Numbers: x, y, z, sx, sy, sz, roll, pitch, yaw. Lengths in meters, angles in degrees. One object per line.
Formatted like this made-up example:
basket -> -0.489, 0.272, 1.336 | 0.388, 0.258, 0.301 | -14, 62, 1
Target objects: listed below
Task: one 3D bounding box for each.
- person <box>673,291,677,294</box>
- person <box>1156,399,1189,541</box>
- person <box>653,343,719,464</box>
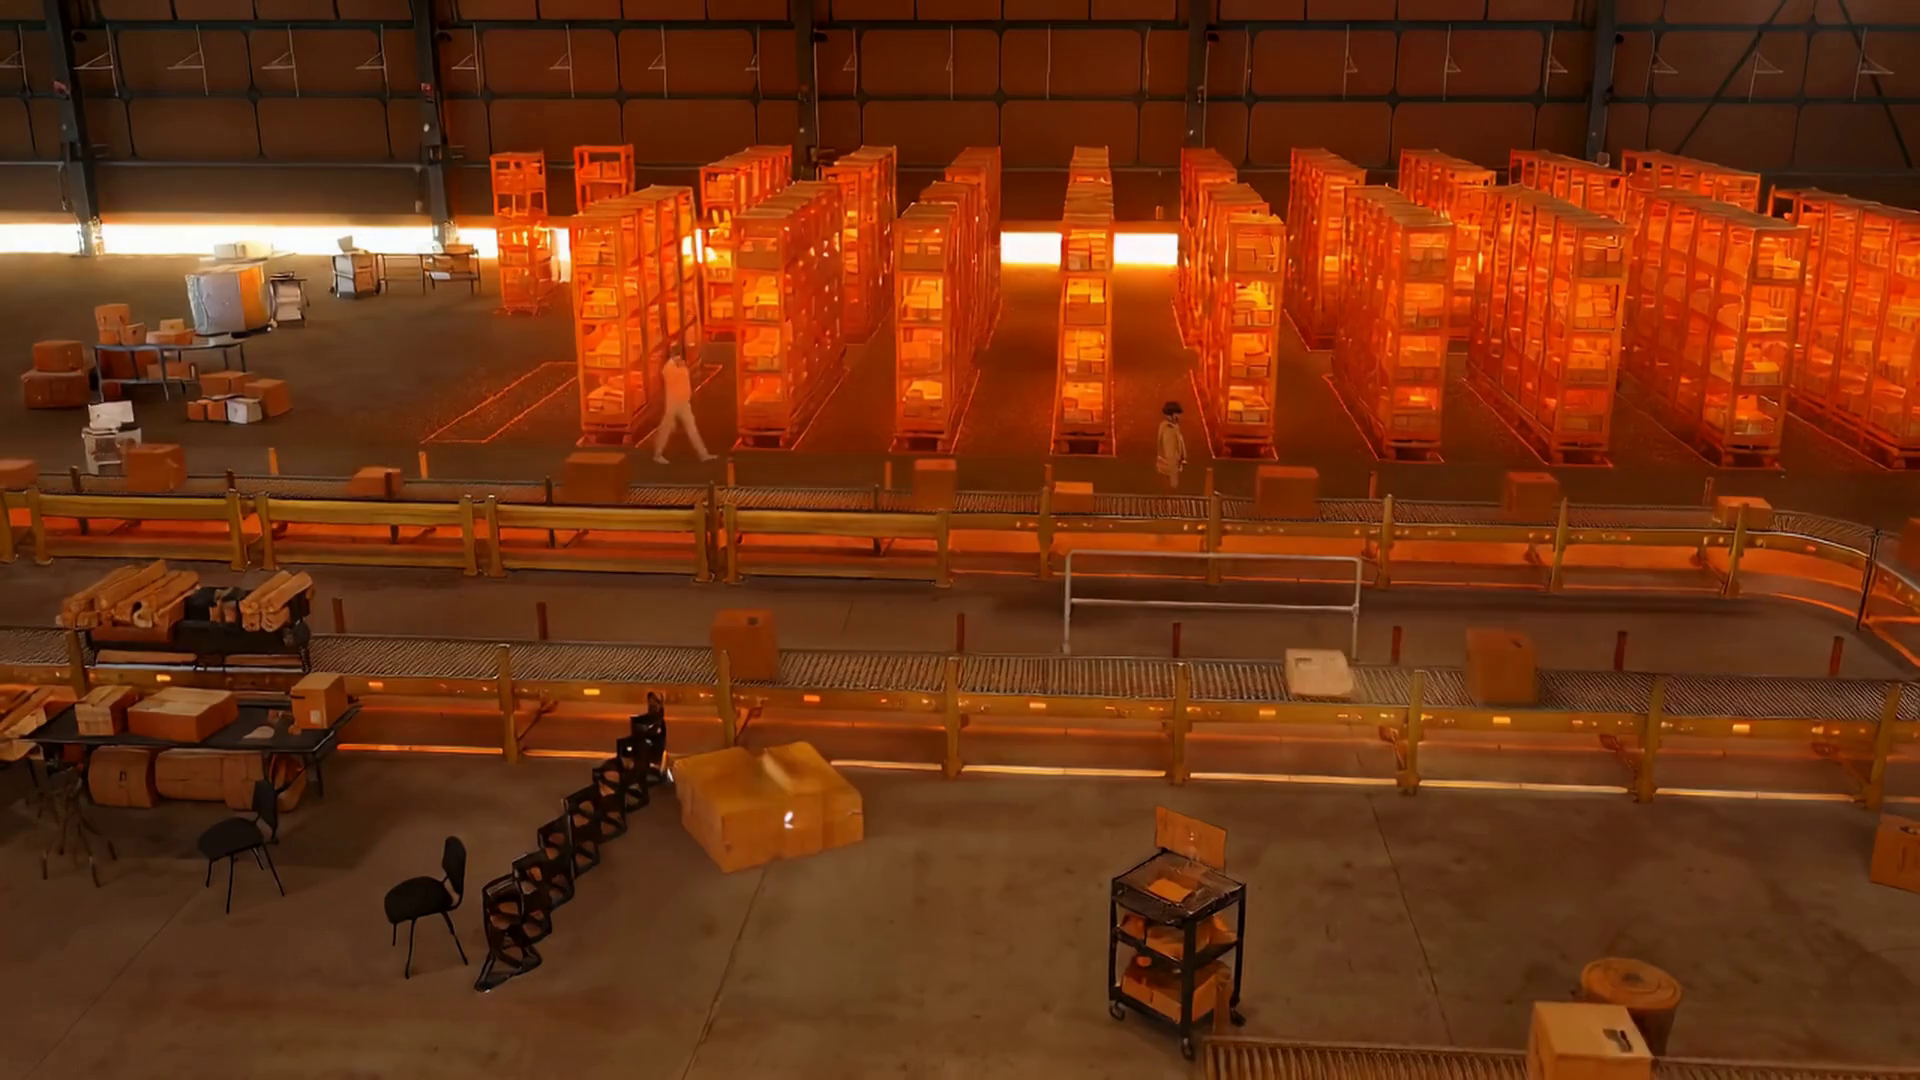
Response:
person -> -5.835, -4.595, 32.944 | 0.934, 1.951, 0.636 | -5, 18, -16
person -> 2.738, -0.915, 21.464 | 0.403, 1.833, 0.586 | 0, 17, -1
person -> -4.209, -2.034, 24.990 | 1.026, 1.851, 0.676 | 4, 18, 14
